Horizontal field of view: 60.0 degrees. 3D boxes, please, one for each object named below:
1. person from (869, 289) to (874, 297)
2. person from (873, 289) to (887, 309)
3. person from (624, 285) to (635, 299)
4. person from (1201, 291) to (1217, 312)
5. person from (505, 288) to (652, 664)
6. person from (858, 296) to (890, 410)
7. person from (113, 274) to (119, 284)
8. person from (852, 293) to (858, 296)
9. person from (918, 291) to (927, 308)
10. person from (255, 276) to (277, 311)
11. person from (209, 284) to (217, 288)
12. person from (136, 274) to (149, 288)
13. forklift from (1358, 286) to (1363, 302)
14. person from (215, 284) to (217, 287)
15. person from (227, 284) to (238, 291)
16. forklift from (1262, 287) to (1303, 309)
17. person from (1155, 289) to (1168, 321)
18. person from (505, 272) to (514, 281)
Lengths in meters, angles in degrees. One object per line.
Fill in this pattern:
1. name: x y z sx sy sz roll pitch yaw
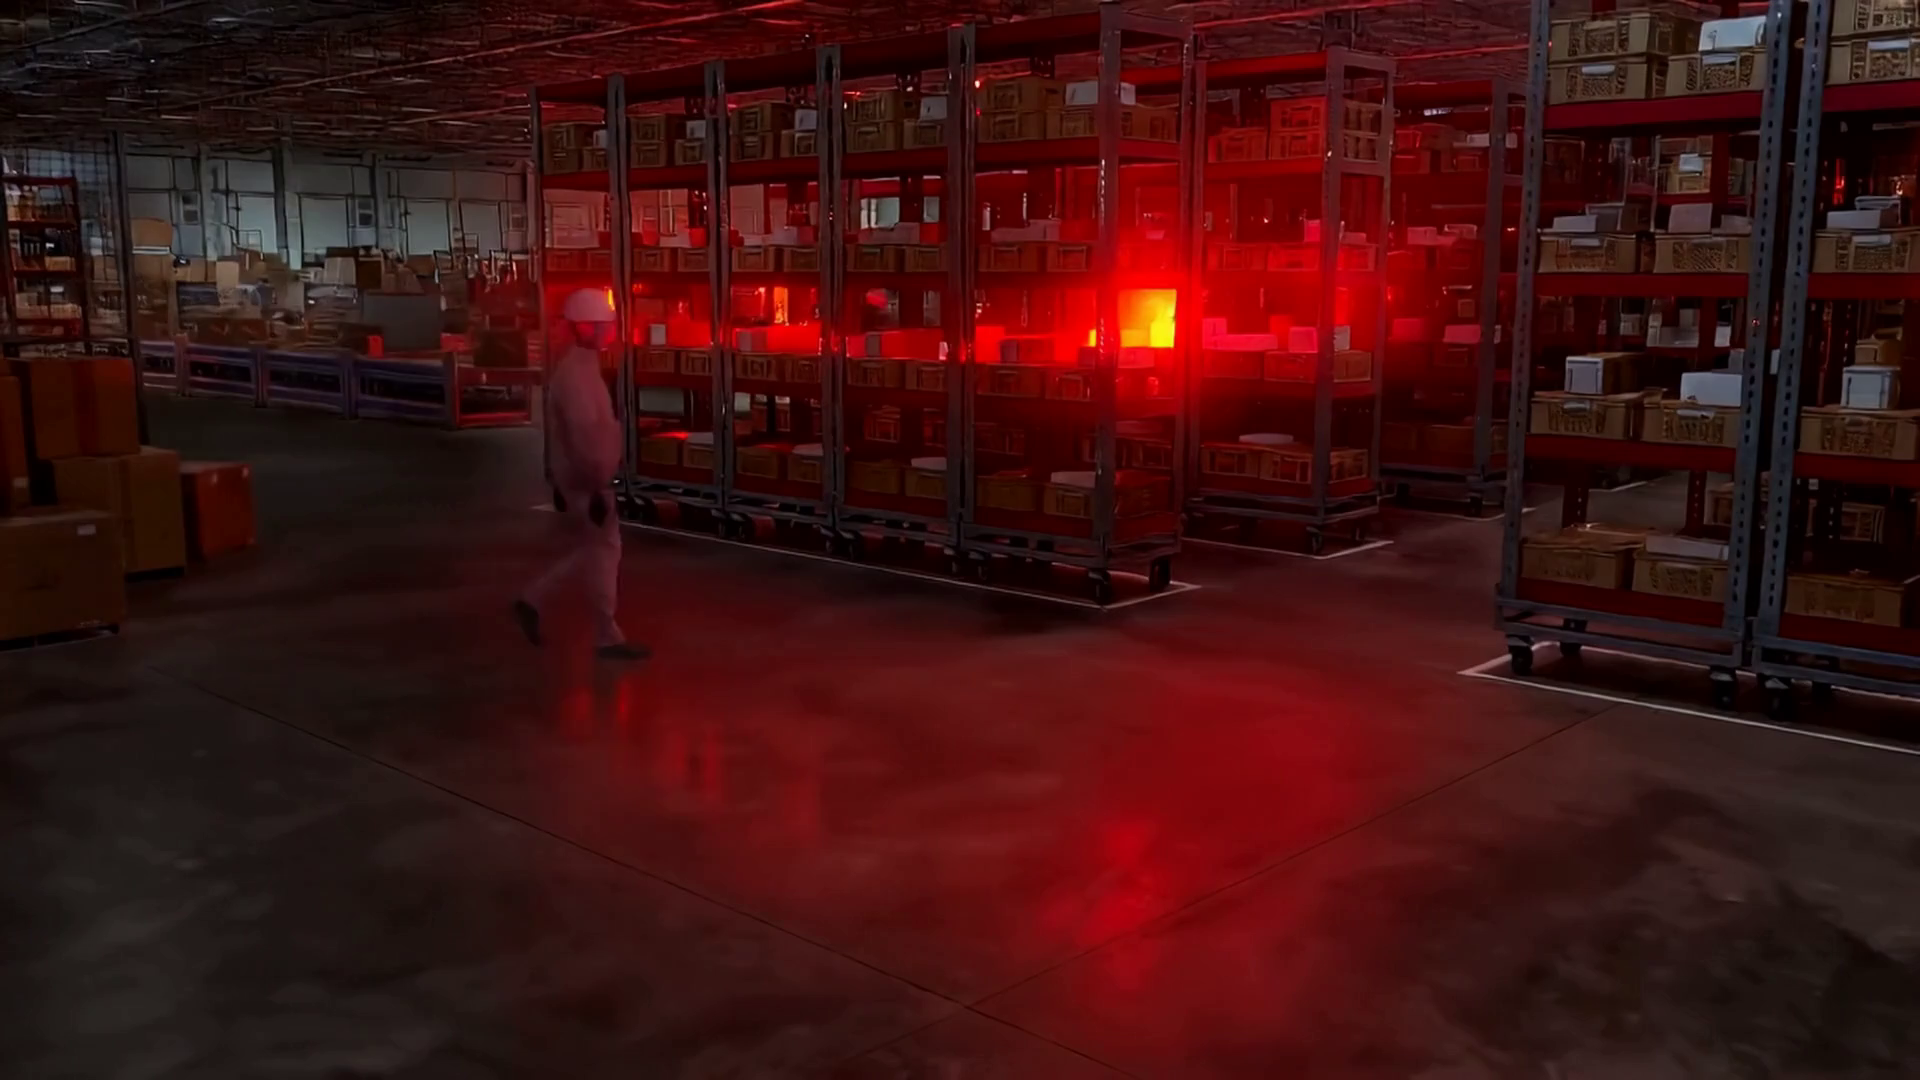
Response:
1. person: -3.196 -8.737 61.214 0.647 1.671 0.543 4 10 23
2. person: -2.828 -8.516 58.913 0.623 1.996 1.089 -6 11 -34
3. person: -12.518 -9.075 62.523 0.587 1.920 0.390 -1 9 -5
4. person: 3.582 -2.684 23.781 0.599 1.785 0.970 3 10 15
5. person: -1.994 -0.315 8.642 0.643 1.976 0.619 -3 10 -16
6. person: -1.161 -2.393 22.175 0.916 1.721 0.542 -6 11 -34
7. person: -40.968 -11.994 80.669 0.831 1.849 0.528 -3 10 -16
8. person: -3.823 -8.543 60.248 0.519 1.591 0.849 -9 13 -42
9. person: -1.038 -5.627 41.708 0.403 1.819 0.599 -4 10 -21
10. person: -19.394 -6.439 46.518 0.583 1.891 0.991 -5 10 -28
11. person: -26.268 -8.409 58.442 0.723 1.923 0.555 -4 10 -24
12. person: -34.675 -10.353 70.529 0.592 1.864 0.706 2 9 12
13. forklift: 11.100 -7.017 46.970 1.873 2.768 1.129 9 13 43
14. person: -31.039 -10.251 69.764 0.557 1.916 0.530 4 10 25
15. person: -20.753 -6.610 47.387 1.027 1.945 0.595 -2 9 -12
16. forklift: 10.769 -8.203 54.240 1.129 2.768 1.873 8 12 42
17. person: 2.880 -2.543 22.255 1.026 1.987 0.640 -2 10 -15
18. person: -25.420 -14.216 94.063 0.595 1.910 0.463 1 9 5
